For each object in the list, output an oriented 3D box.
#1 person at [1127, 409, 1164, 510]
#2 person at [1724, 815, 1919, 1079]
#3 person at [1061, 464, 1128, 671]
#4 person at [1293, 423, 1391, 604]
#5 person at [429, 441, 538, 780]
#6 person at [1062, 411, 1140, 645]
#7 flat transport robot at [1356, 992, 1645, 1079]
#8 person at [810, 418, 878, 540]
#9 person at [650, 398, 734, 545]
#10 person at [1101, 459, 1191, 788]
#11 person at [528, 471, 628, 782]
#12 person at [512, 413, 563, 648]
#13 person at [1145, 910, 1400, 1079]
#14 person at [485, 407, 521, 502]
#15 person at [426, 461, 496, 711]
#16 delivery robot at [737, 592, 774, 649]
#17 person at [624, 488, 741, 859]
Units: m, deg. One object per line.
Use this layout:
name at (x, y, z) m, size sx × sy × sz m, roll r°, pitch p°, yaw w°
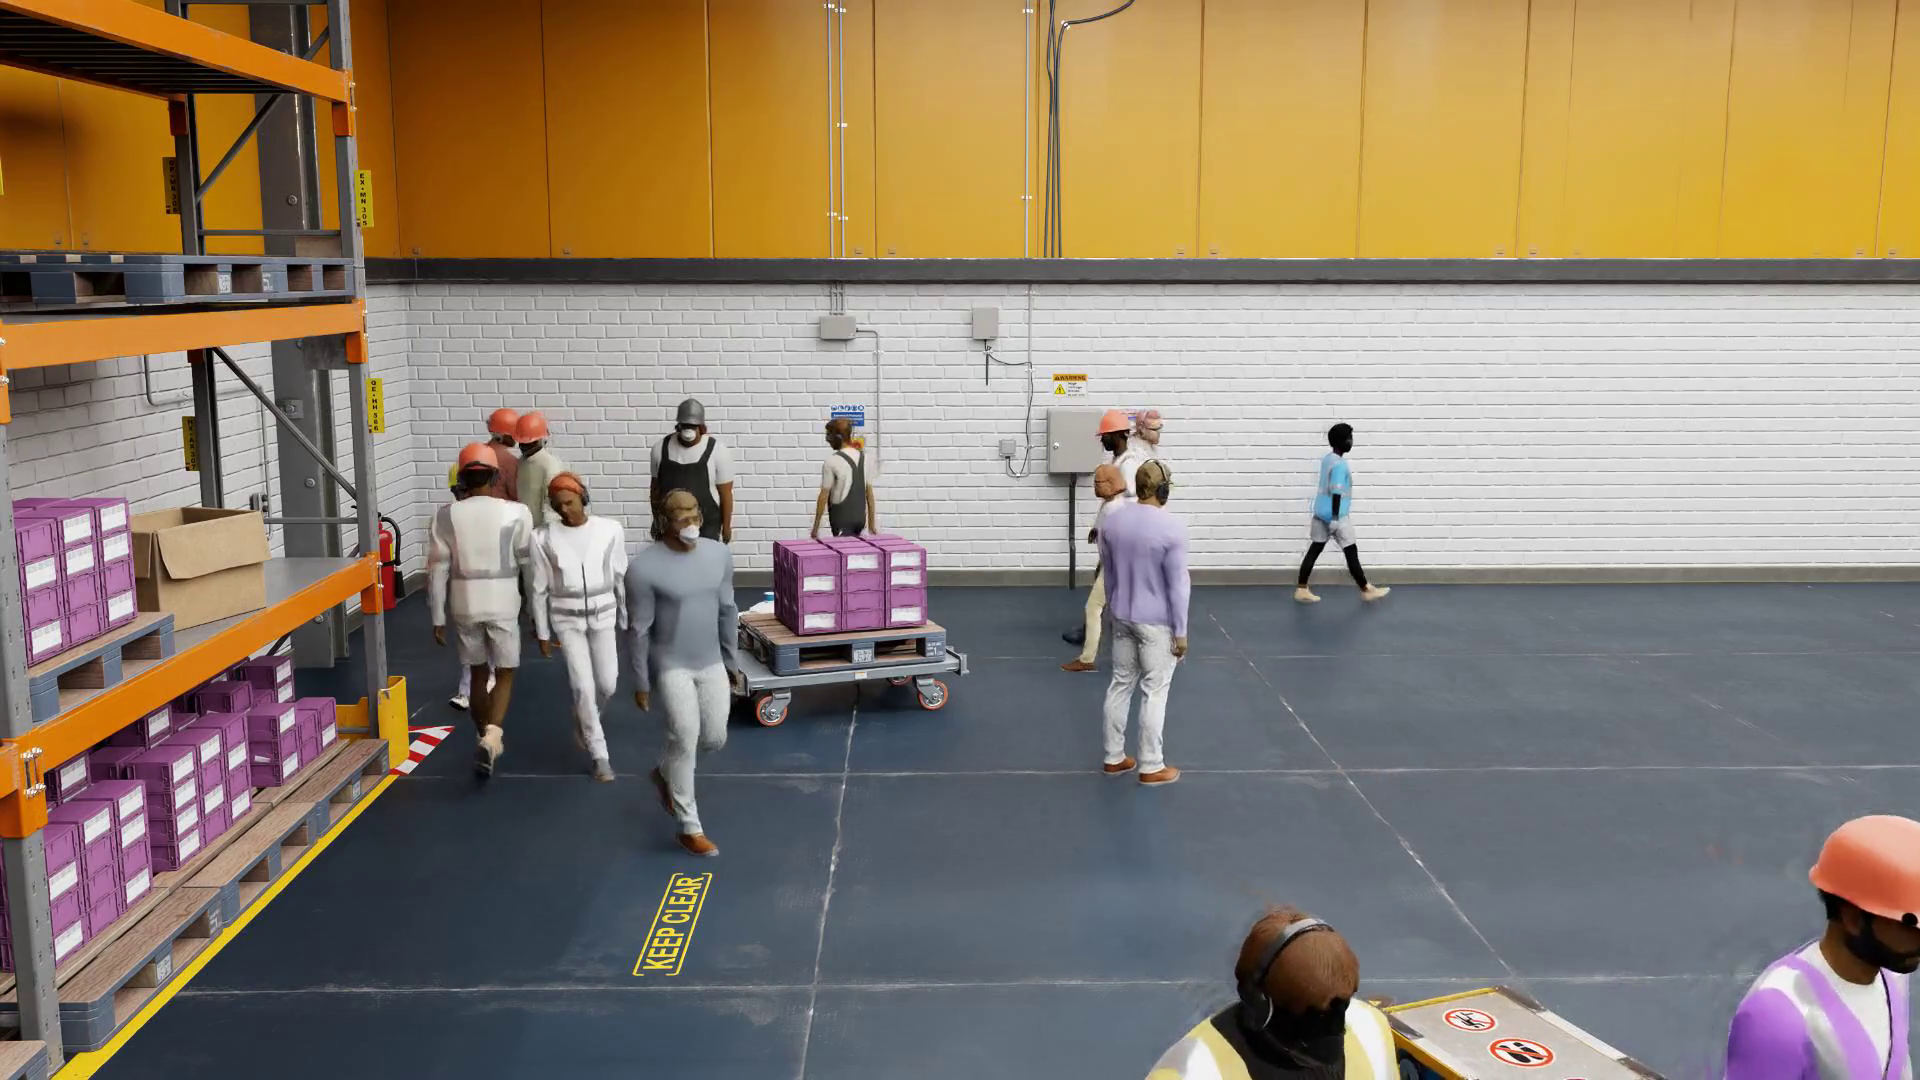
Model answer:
person at (1.548, -0.157, 13.868) m, size 0.580 × 1.880 × 0.676 m, roll 2°, pitch 9°, yaw 10°
person at (1.890, 1.508, 3.615) m, size 0.539 × 1.902 × 0.723 m, roll -9°, pitch 13°, yaw -43°
person at (1.218, 0.214, 12.491) m, size 0.828 × 1.587 × 0.508 m, roll 1°, pitch 9°, yaw 8°
person at (3.448, -0.231, 15.022) m, size 0.867 × 1.648 × 0.536 m, roll -1°, pitch 9°, yaw -5°
person at (-2.845, 0.426, 9.932) m, size 0.633 × 2.016 × 0.782 m, roll -1°, pitch 9°, yaw -5°
person at (1.207, -0.089, 13.405) m, size 0.921 × 1.888 × 0.552 m, roll 0°, pitch 9°, yaw 1°
flat transport robot at (2.055, 1.944, 5.911) m, size 0.652 × 0.197 × 1.431 m, roll -4°, pitch 10°, yaw -22°
person at (-0.954, -0.147, 14.130) m, size 0.920 × 1.794 × 0.554 m, roll 7°, pitch 12°, yaw 38°
person at (-2.192, -0.193, 13.609) m, size 0.706 × 2.000 × 0.657 m, roll 1°, pitch 9°, yaw 8°
person at (1.088, 0.487, 9.790) m, size 0.370 × 1.932 × 0.630 m, roll -9°, pitch 13°, yaw -43°
person at (-2.278, 0.487, 9.994) m, size 0.603 × 1.860 × 0.653 m, roll -4°, pitch 10°, yaw -21°
person at (-3.338, -0.038, 13.013) m, size 1.029 × 1.919 × 0.663 m, roll -9°, pitch 13°, yaw -44°
person at (0.608, 1.577, 3.451) m, size 0.672 × 1.815 × 0.614 m, roll -5°, pitch 10°, yaw -27°
person at (-3.708, -0.102, 13.357) m, size 0.639 × 1.947 × 0.418 m, roll 7°, pitch 11°, yaw 35°
person at (-3.416, 0.304, 11.537) m, size 0.552 × 1.711 × 0.919 m, roll 2°, pitch 9°, yaw 10°
delivery robot at (-1.442, 0.640, 12.757) m, size 0.477 × 0.478 × 0.707 m, roll 8°, pitch 12°, yaw 39°
person at (-1.478, 0.664, 8.727) m, size 0.635 × 1.921 × 0.674 m, roll -9°, pitch 13°, yaw -42°
